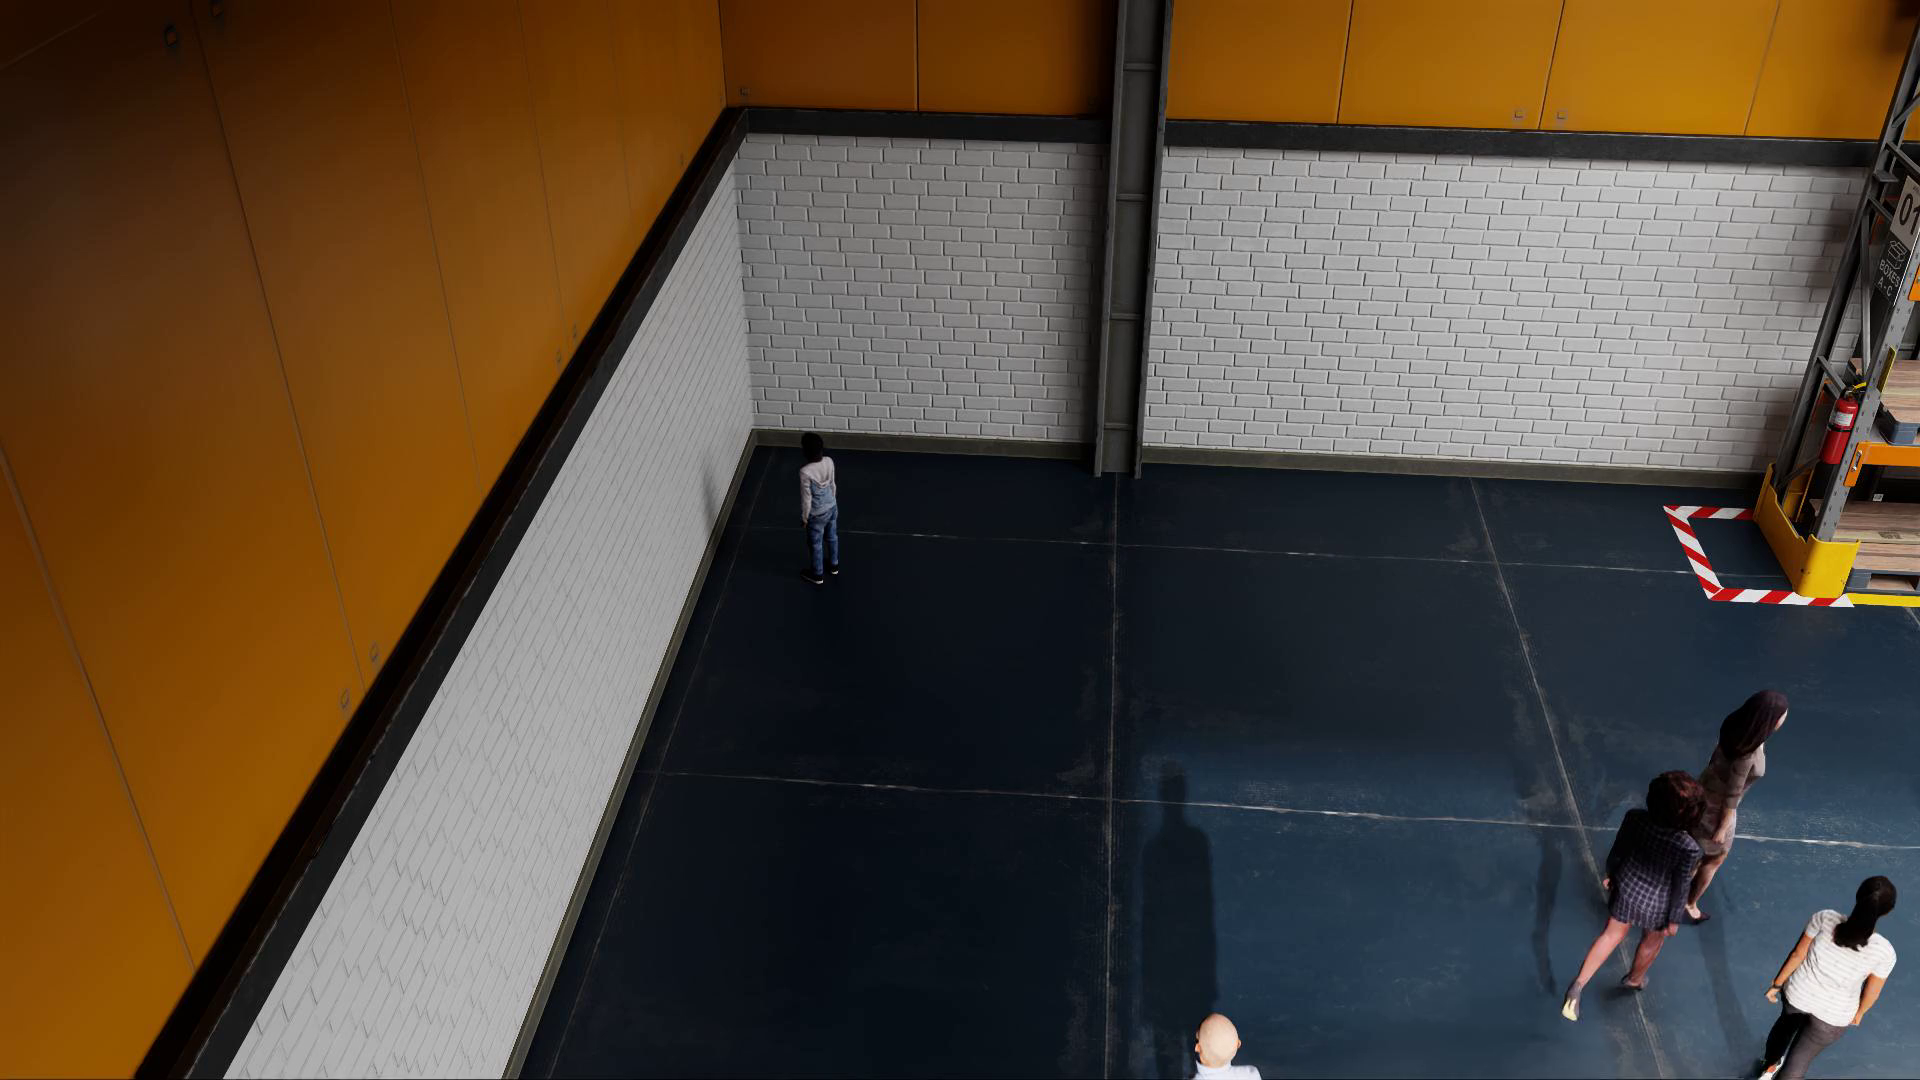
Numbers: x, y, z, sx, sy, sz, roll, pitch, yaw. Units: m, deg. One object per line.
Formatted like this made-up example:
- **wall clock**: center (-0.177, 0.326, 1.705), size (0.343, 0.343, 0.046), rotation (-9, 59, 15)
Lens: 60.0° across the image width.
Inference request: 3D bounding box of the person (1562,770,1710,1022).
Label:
- **person**: center (3.610, 1.959, 8.906), size (1.083, 1.677, 1.008), rotation (-23, 40, -31)

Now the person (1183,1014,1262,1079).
- **person**: center (1.107, 2.808, 7.525), size (0.645, 1.791, 0.779), rotation (-11, 35, -16)

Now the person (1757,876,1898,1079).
- **person**: center (4.275, 2.370, 8.341), size (0.832, 1.617, 0.887), rotation (29, 43, 36)

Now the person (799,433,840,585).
- **person**: center (-1.070, -0.251, 12.608), size (0.568, 1.260, 0.623), rotation (-27, 42, -35)
